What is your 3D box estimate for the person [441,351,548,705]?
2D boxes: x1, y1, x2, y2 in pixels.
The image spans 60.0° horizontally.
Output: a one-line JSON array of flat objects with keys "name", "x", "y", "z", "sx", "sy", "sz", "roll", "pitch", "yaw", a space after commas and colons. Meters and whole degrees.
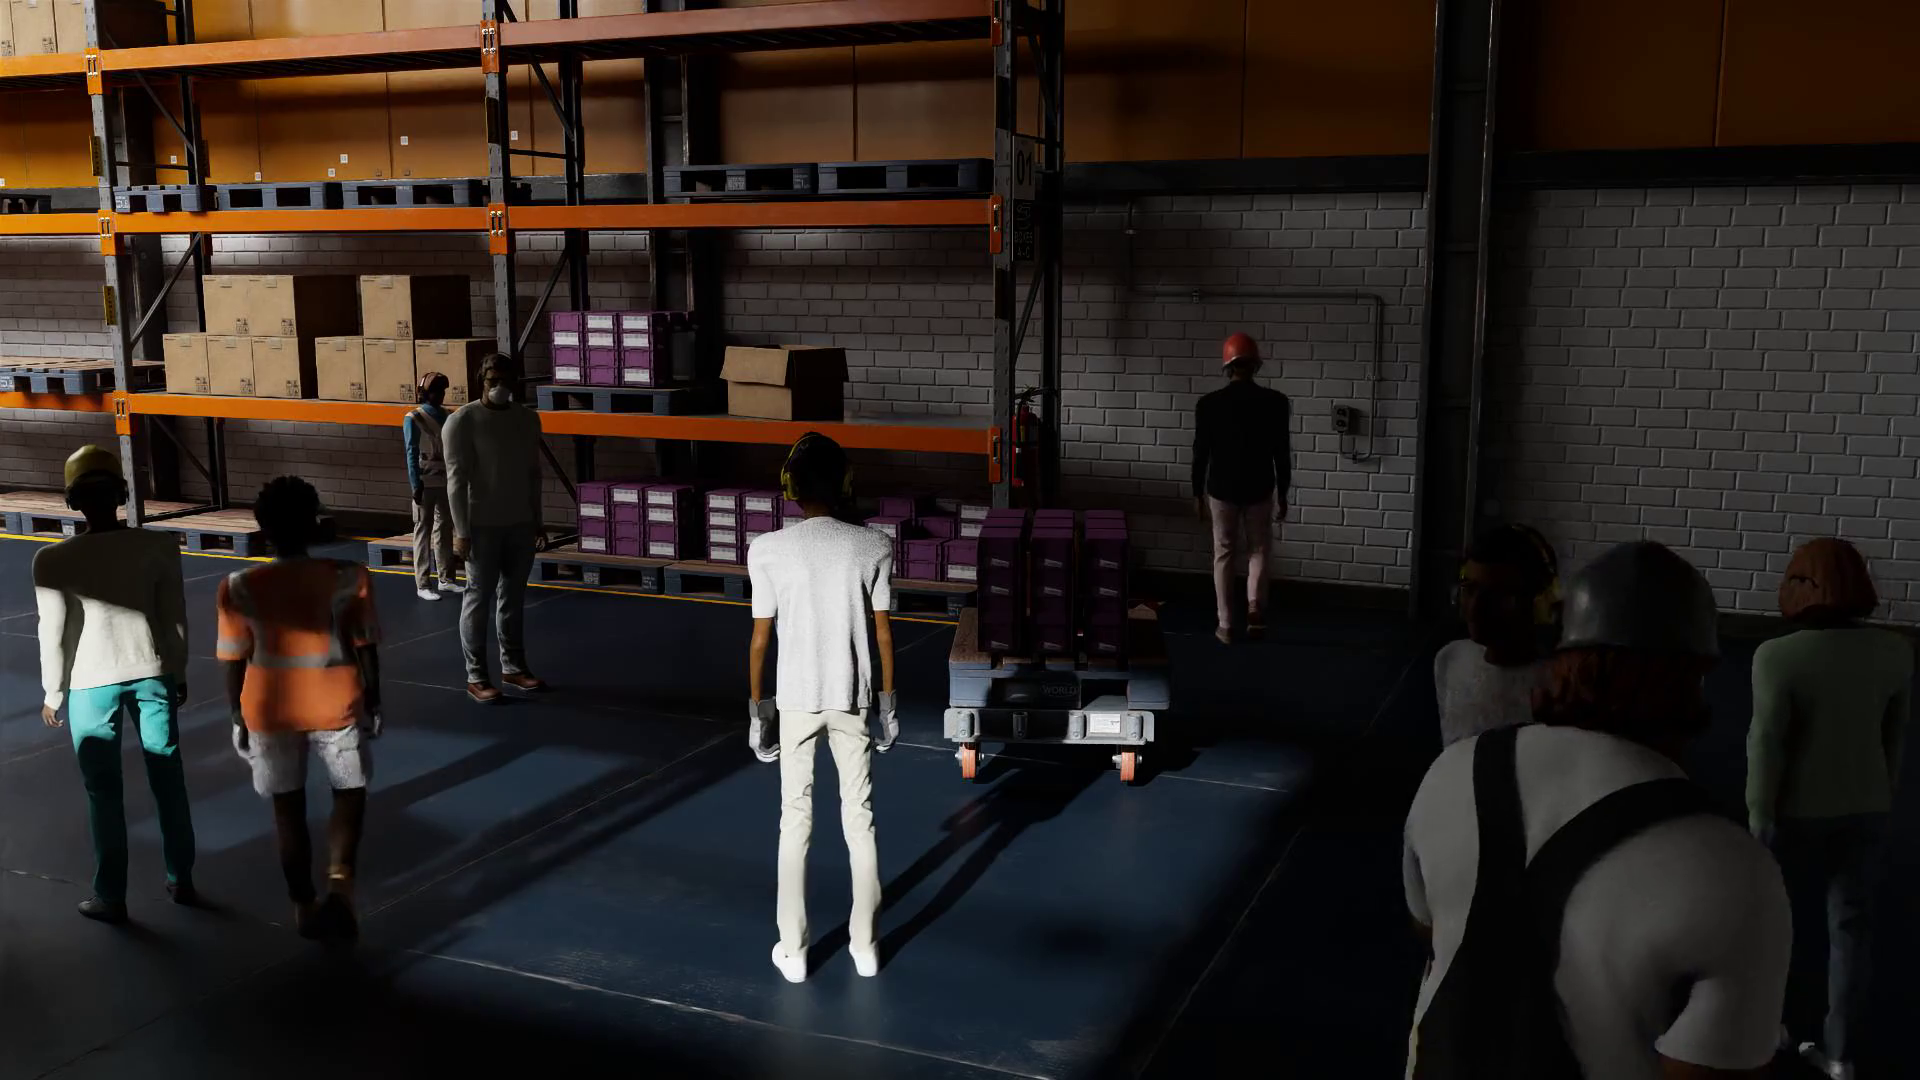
[{"name": "person", "x": -2.556, "y": -0.076, "z": 9.244, "sx": 0.379, "sy": 1.937, "sz": 0.629, "roll": 7, "pitch": 12, "yaw": 36}]

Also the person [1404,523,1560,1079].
[{"name": "person", "x": 1.253, "y": 0.866, "z": 3.915, "sx": 0.950, "sy": 1.828, "sz": 0.557, "roll": -7, "pitch": 11, "yaw": -34}]

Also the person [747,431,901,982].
[{"name": "person", "x": -0.456, "y": 0.568, "z": 5.627, "sx": 0.518, "sy": 1.862, "sz": 0.318, "roll": -2, "pitch": 10, "yaw": -9}]

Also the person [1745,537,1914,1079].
[{"name": "person", "x": 2.561, "y": 0.800, "z": 4.965, "sx": 0.519, "sy": 1.620, "sz": 0.466, "roll": 0, "pitch": 9, "yaw": -1}]

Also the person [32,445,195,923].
[{"name": "person", "x": -3.122, "y": 0.529, "z": 6.154, "sx": 0.328, "sy": 1.759, "sz": 0.524, "roll": 9, "pitch": 13, "yaw": 43}]

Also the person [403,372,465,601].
[{"name": "person", "x": -3.791, "y": -0.392, "z": 12.023, "sx": 0.308, "sy": 1.640, "sz": 0.510, "roll": 4, "pitch": 10, "yaw": 24}]

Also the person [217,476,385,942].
[{"name": "person", "x": -2.303, "y": 0.614, "z": 5.838, "sx": 0.545, "sy": 1.683, "sz": 0.550, "roll": -3, "pitch": 10, "yaw": -17}]

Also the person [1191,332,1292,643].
[{"name": "person", "x": 1.772, "y": -0.311, "z": 10.497, "sx": 0.633, "sy": 1.981, "sz": 0.522, "roll": 1, "pitch": 10, "yaw": 4}]
